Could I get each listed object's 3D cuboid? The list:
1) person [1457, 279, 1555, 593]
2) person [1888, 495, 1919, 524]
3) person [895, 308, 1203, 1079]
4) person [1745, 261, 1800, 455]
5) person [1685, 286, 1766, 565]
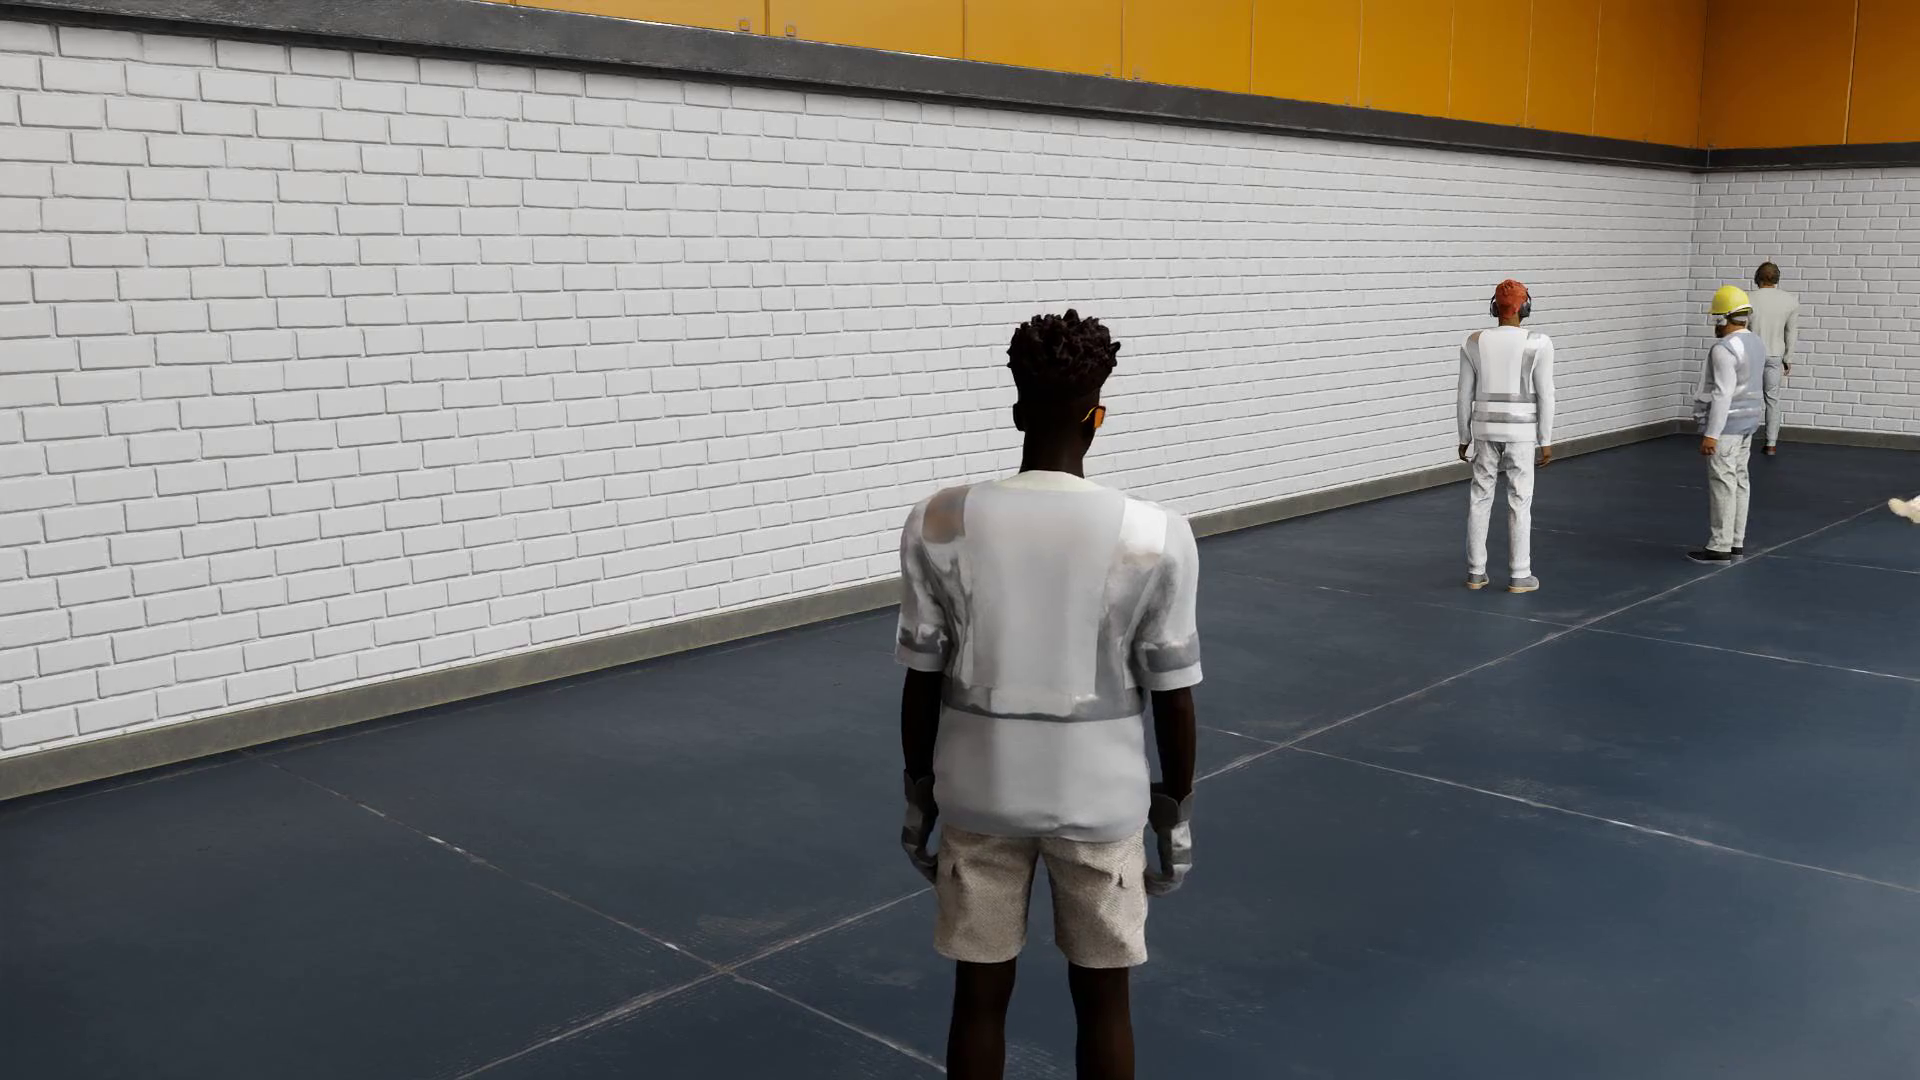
[{"bbox_3d":[3.294,-0.622,10.061,0.574,1.887,0.355,7,12,33],"label":"person"},{"bbox_3d":[7.535,-0.966,12.294,0.631,1.788,0.978,-9,13,-41],"label":"person"},{"bbox_3d":[0.177,0.518,3.377,0.616,1.958,0.375,2,10,10],"label":"person"},{"bbox_3d":[8.051,-1.817,16.716,0.630,1.940,0.370,1,10,6],"label":"person"},{"bbox_3d":[5.035,-0.749,10.946,0.592,1.828,0.404,-10,14,-44],"label":"person"}]
